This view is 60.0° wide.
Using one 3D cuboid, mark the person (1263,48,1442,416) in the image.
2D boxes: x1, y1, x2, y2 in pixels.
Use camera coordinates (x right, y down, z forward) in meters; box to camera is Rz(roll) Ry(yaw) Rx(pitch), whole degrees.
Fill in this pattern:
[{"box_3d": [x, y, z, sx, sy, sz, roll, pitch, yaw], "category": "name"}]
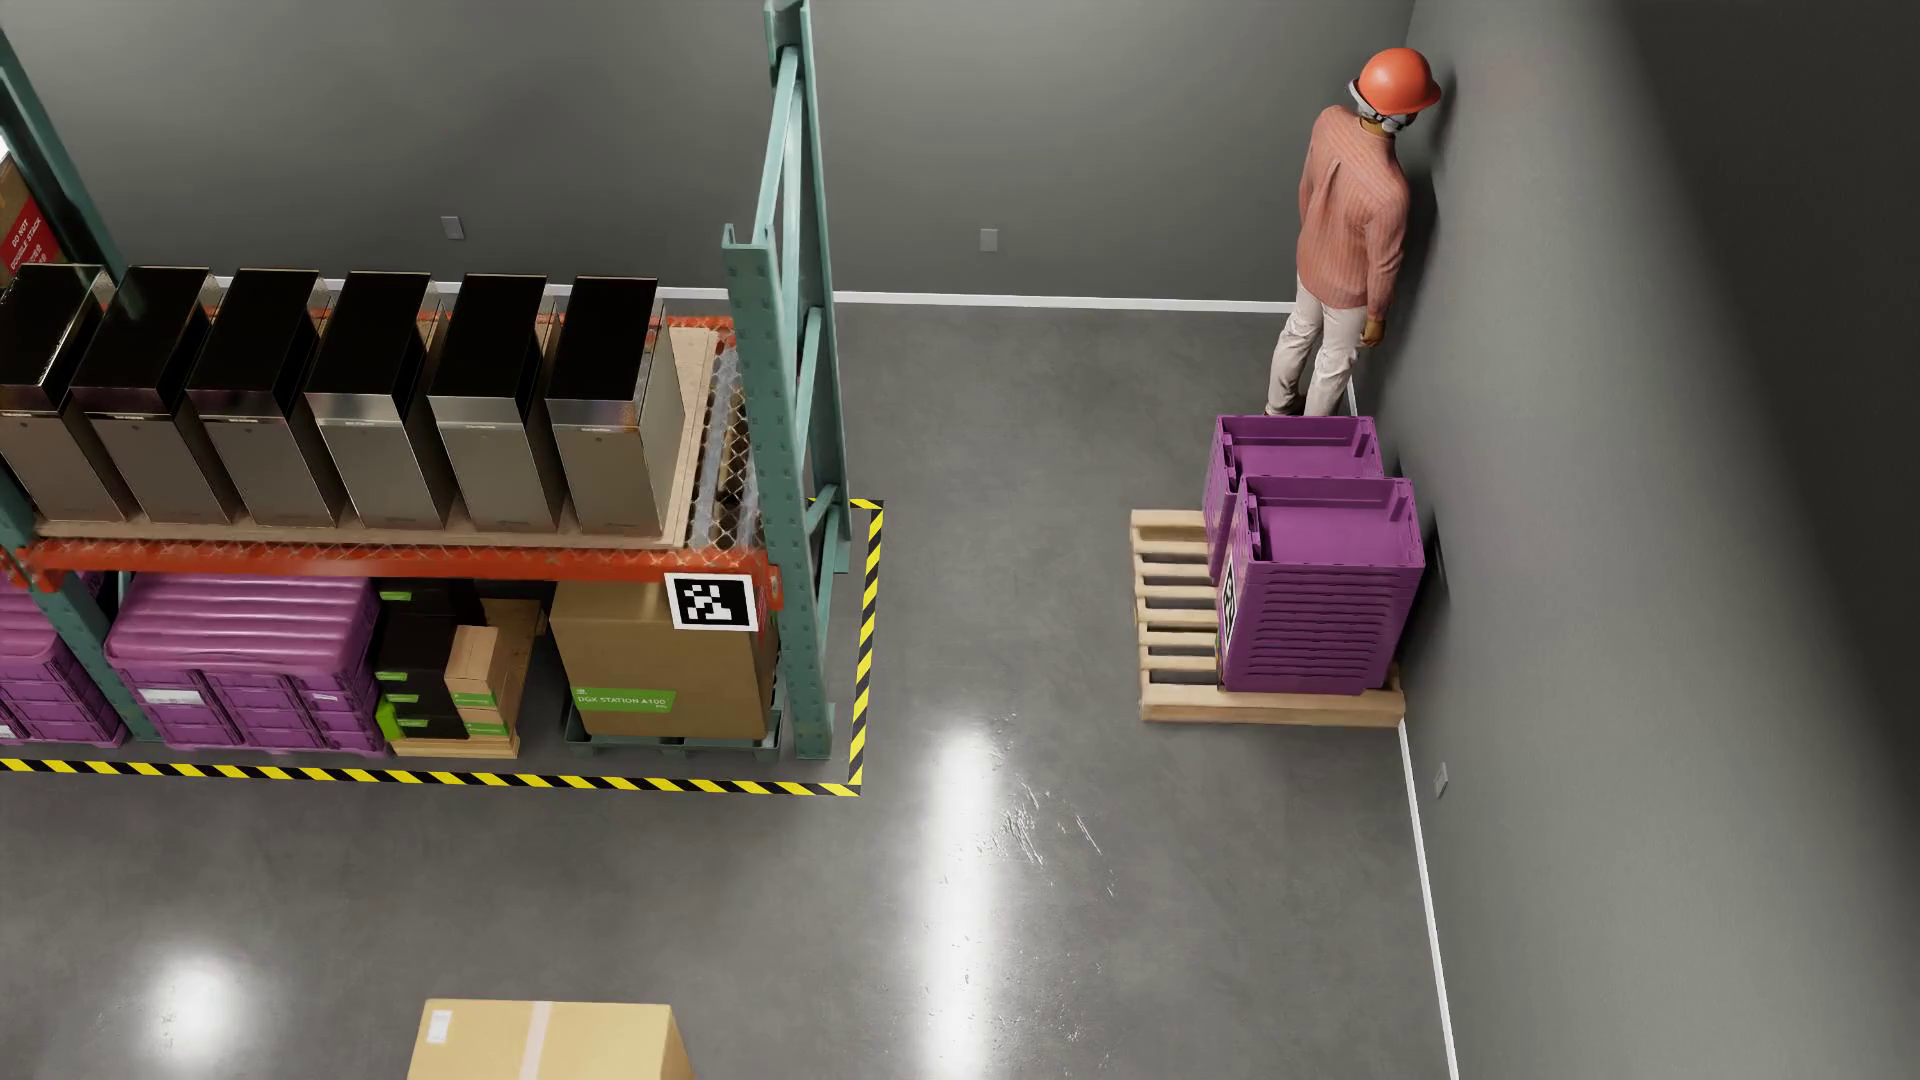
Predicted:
[{"box_3d": [1.505, -1.053, 6.486, 0.382, 1.995, 0.612, -18, 54, -13], "category": "person"}]
